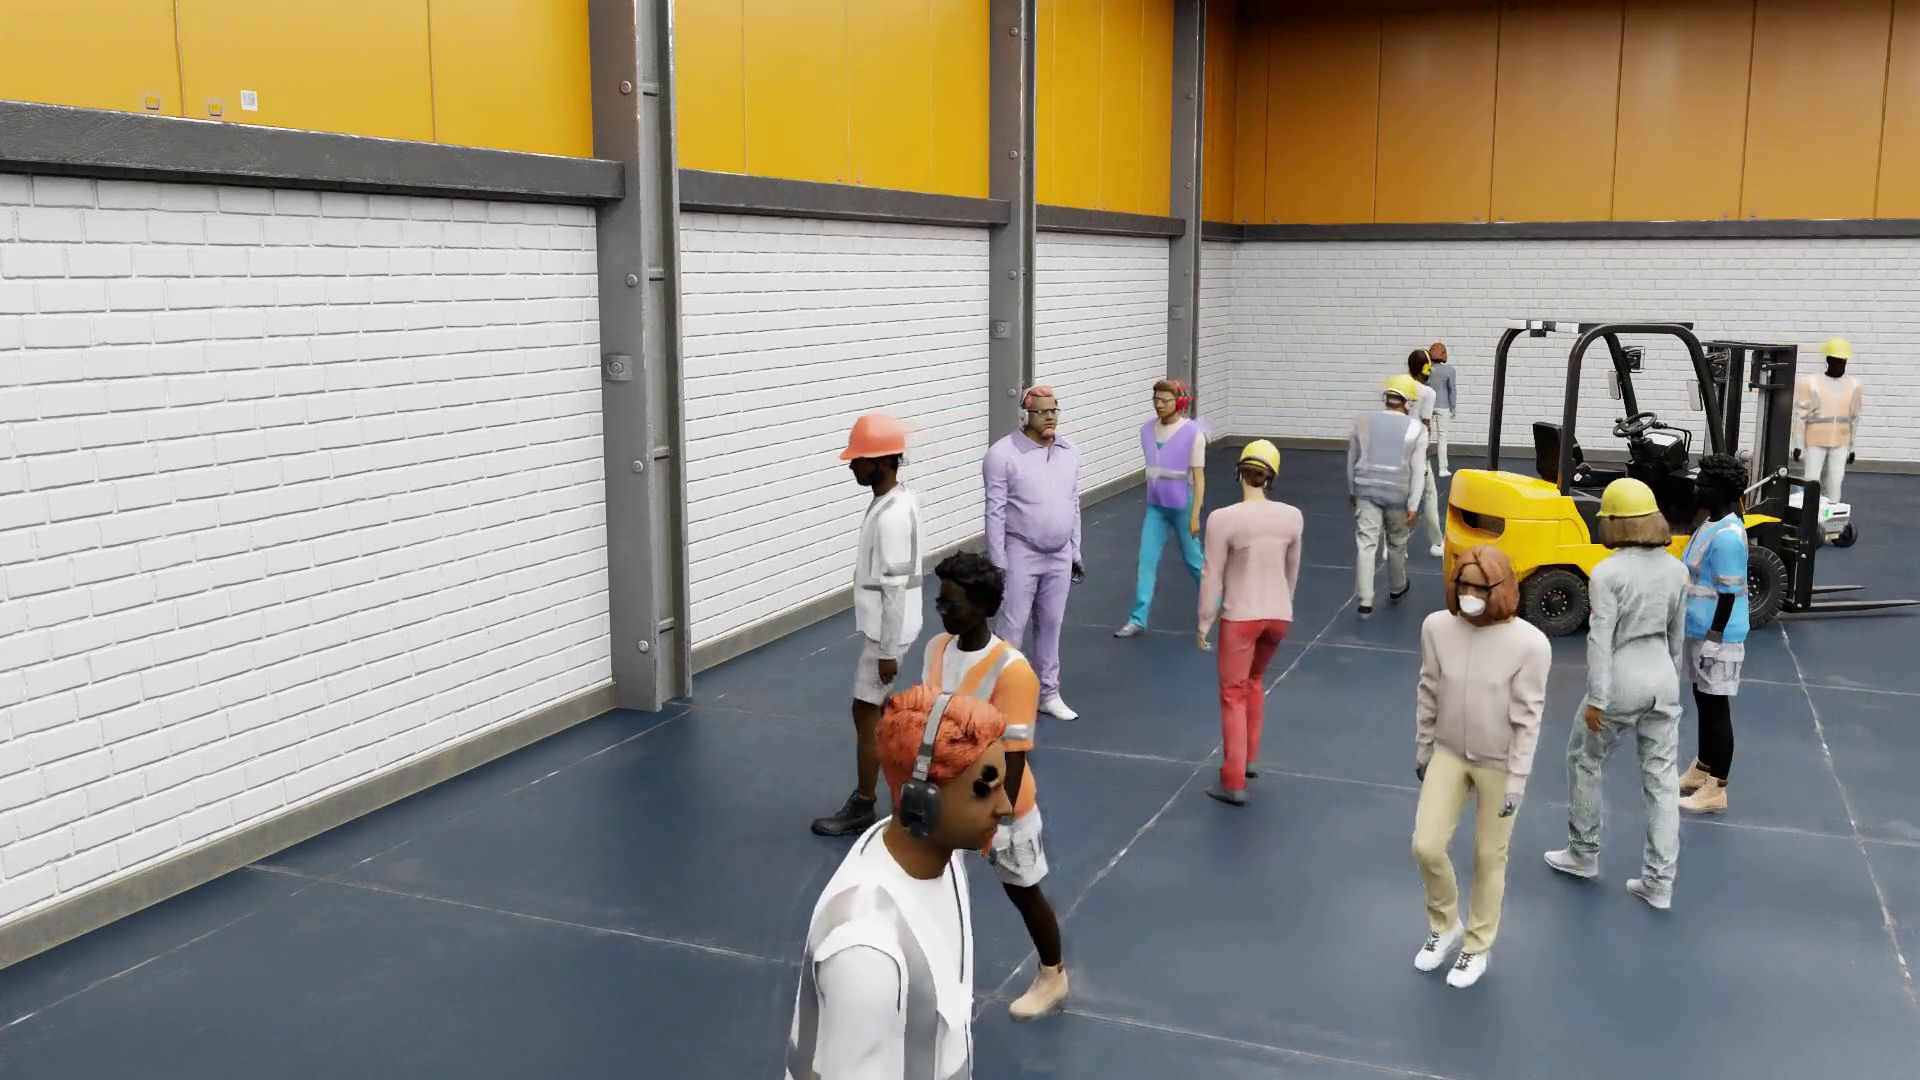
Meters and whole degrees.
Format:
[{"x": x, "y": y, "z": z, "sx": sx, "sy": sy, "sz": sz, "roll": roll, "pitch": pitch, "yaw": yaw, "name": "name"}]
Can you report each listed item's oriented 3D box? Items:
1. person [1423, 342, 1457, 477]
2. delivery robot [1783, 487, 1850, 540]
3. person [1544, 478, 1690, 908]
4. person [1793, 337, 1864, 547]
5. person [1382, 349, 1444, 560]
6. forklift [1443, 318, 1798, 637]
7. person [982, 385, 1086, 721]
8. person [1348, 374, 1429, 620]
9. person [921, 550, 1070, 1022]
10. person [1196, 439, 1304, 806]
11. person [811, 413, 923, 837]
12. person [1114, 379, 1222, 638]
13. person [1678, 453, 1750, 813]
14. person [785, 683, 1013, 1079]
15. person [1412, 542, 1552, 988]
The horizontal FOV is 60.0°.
[{"x": 5.802, "y": -1.590, "z": 20.302, "sx": 0.499, "sy": 1.634, "sz": 0.279, "roll": 5, "pitch": 11, "yaw": 28, "name": "person"}, {"x": 7.763, "y": -0.263, "z": 15.246, "sx": 0.477, "sy": 0.478, "sz": 0.707, "roll": -4, "pitch": 10, "yaw": -23, "name": "delivery robot"}, {"x": 2.698, "y": 0.596, "z": 6.806, "sx": 0.521, "sy": 1.707, "sz": 0.735, "roll": -3, "pitch": 10, "yaw": -18, "name": "person"}, {"x": 8.006, "y": -0.919, "z": 15.389, "sx": 0.601, "sy": 1.913, "sz": 0.616, "roll": 1, "pitch": 9, "yaw": 5, "name": "person"}, {"x": 4.037, "y": -0.744, "z": 14.557, "sx": 0.880, "sy": 1.834, "sz": 0.543, "roll": -6, "pitch": 11, "yaw": -31, "name": "person"}, {"x": 4.706, "y": -0.497, "z": 11.990, "sx": 2.313, "sy": 2.155, "sz": 1.214, "roll": -2, "pitch": 10, "yaw": -10, "name": "forklift"}, {"x": 0.437, "y": 0.092, "z": 9.286, "sx": 0.639, "sy": 1.911, "sz": 0.406, "roll": -6, "pitch": 11, "yaw": -32, "name": "person"}, {"x": 3.152, "y": -0.334, "z": 12.272, "sx": 0.602, "sy": 1.758, "sz": 0.954, "roll": 4, "pitch": 10, "yaw": 23, "name": "person"}, {"x": 0.048, "y": 0.851, "z": 5.463, "sx": 0.867, "sy": 1.648, "sz": 0.547, "roll": -8, "pitch": 12, "yaw": -40, "name": "person"}, {"x": 1.393, "y": 0.384, "z": 8.059, "sx": 0.551, "sy": 1.726, "sz": 0.559, "roll": -3, "pitch": 10, "yaw": -20, "name": "person"}, {"x": -0.299, "y": 0.381, "z": 7.488, "sx": 0.721, "sy": 1.919, "sz": 0.590, "roll": 0, "pitch": 9, "yaw": -1, "name": "person"}, {"x": 1.518, "y": -0.237, "z": 11.623, "sx": 0.972, "sy": 1.802, "sz": 0.585, "roll": -8, "pitch": 13, "yaw": -42, "name": "person"}, {"x": 3.537, "y": 0.435, "z": 7.845, "sx": 0.318, "sy": 1.697, "sz": 0.535, "roll": 2, "pitch": 10, "yaw": 14, "name": "person"}, {"x": -0.118, "y": 1.152, "z": 2.994, "sx": 0.421, "sy": 1.863, "sz": 0.602, "roll": 2, "pitch": 10, "yaw": 12, "name": "person"}, {"x": 1.819, "y": 0.799, "z": 5.864, "sx": 0.495, "sy": 1.613, "sz": 0.362, "roll": 8, "pitch": 12, "yaw": 39, "name": "person"}]
